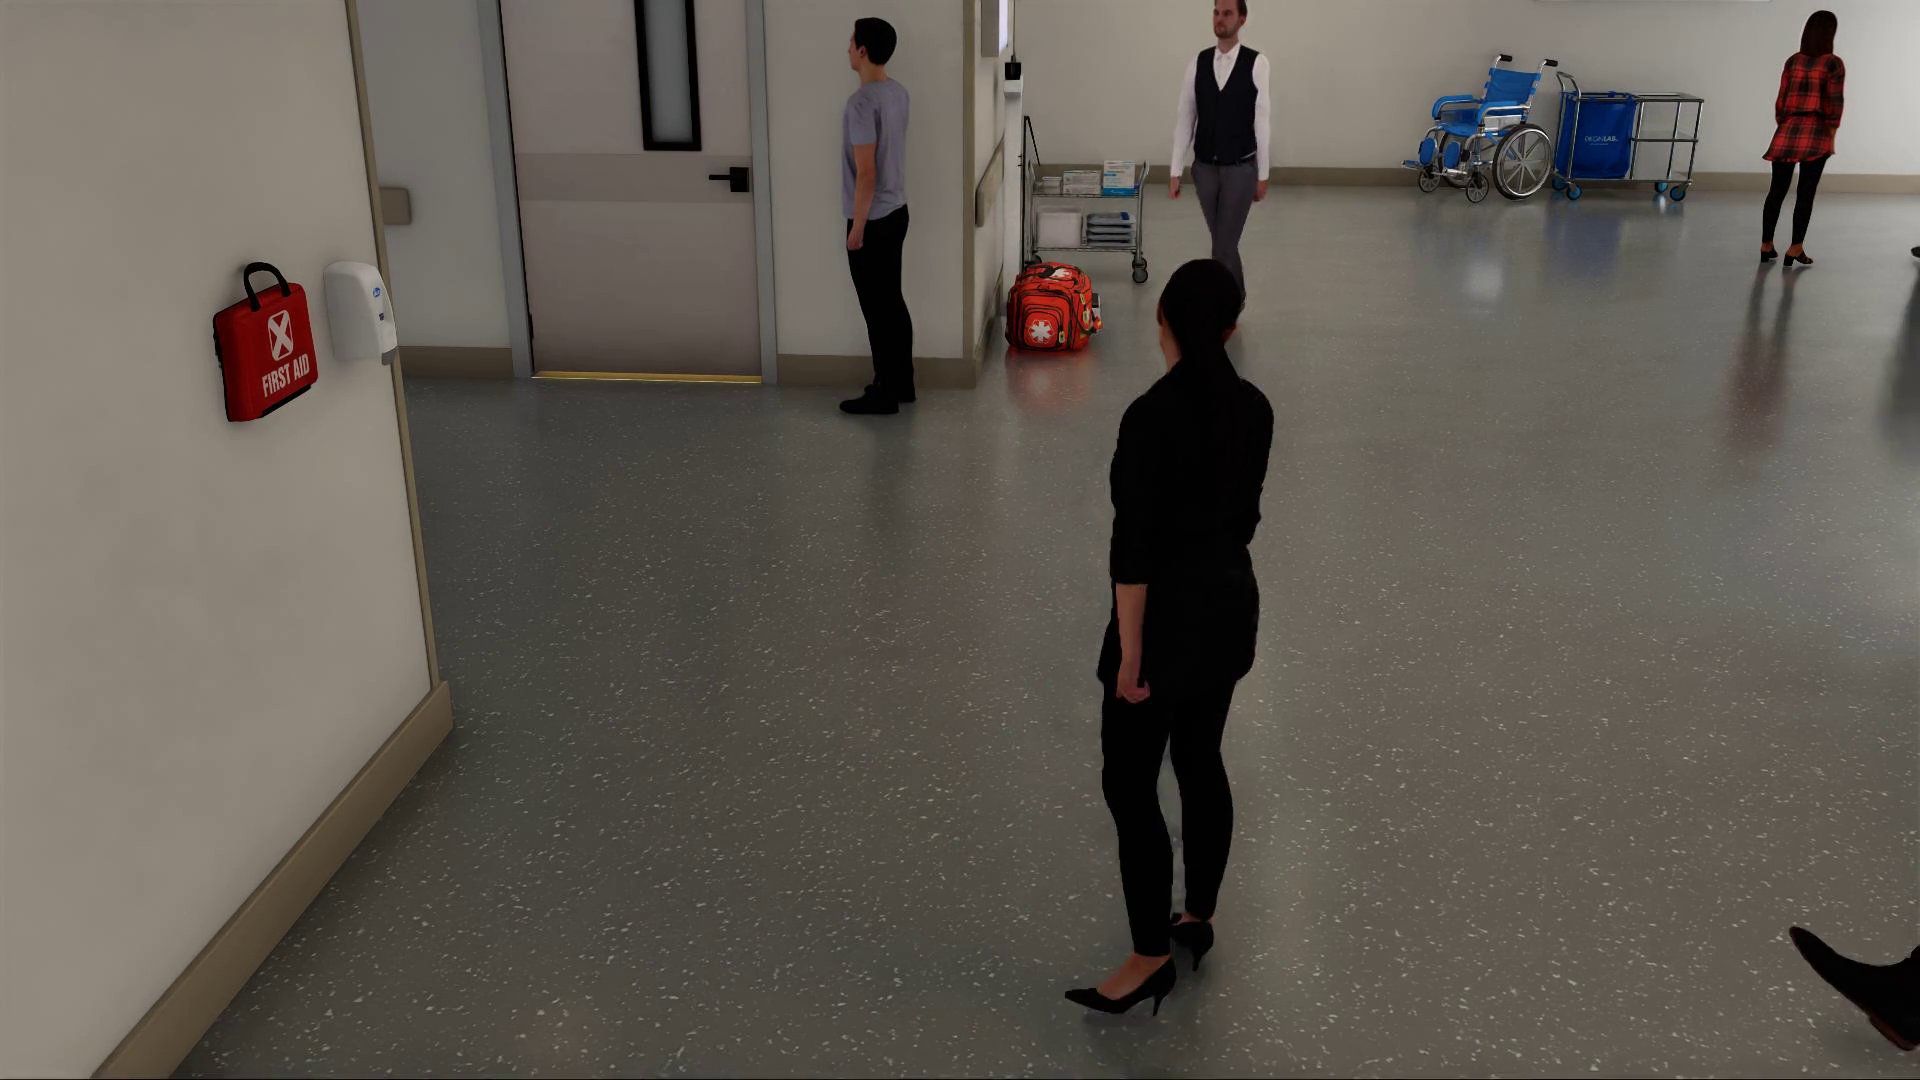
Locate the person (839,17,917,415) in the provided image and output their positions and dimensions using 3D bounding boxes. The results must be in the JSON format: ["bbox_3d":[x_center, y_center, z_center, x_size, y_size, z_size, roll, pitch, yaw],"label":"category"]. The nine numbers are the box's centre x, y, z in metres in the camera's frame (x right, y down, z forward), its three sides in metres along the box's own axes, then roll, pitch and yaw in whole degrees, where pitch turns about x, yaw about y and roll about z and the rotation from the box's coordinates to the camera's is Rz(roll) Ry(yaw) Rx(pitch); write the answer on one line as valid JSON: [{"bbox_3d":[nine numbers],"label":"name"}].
[{"bbox_3d":[-0.393,-1.543,8.014,0.782,1.862,0.579,8,22,20],"label":"person"}]

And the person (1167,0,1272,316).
[{"bbox_3d":[1.522,-2.067,9.360,1.045,1.889,1.326,13,24,30],"label":"person"}]

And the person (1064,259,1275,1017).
[{"bbox_3d":[0.490,0.248,3.619,0.909,1.627,0.841,14,25,33],"label":"person"}]

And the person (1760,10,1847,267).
[{"bbox_3d":[5.807,-2.764,11.463,0.765,1.703,0.682,-13,24,-31],"label":"person"}]
